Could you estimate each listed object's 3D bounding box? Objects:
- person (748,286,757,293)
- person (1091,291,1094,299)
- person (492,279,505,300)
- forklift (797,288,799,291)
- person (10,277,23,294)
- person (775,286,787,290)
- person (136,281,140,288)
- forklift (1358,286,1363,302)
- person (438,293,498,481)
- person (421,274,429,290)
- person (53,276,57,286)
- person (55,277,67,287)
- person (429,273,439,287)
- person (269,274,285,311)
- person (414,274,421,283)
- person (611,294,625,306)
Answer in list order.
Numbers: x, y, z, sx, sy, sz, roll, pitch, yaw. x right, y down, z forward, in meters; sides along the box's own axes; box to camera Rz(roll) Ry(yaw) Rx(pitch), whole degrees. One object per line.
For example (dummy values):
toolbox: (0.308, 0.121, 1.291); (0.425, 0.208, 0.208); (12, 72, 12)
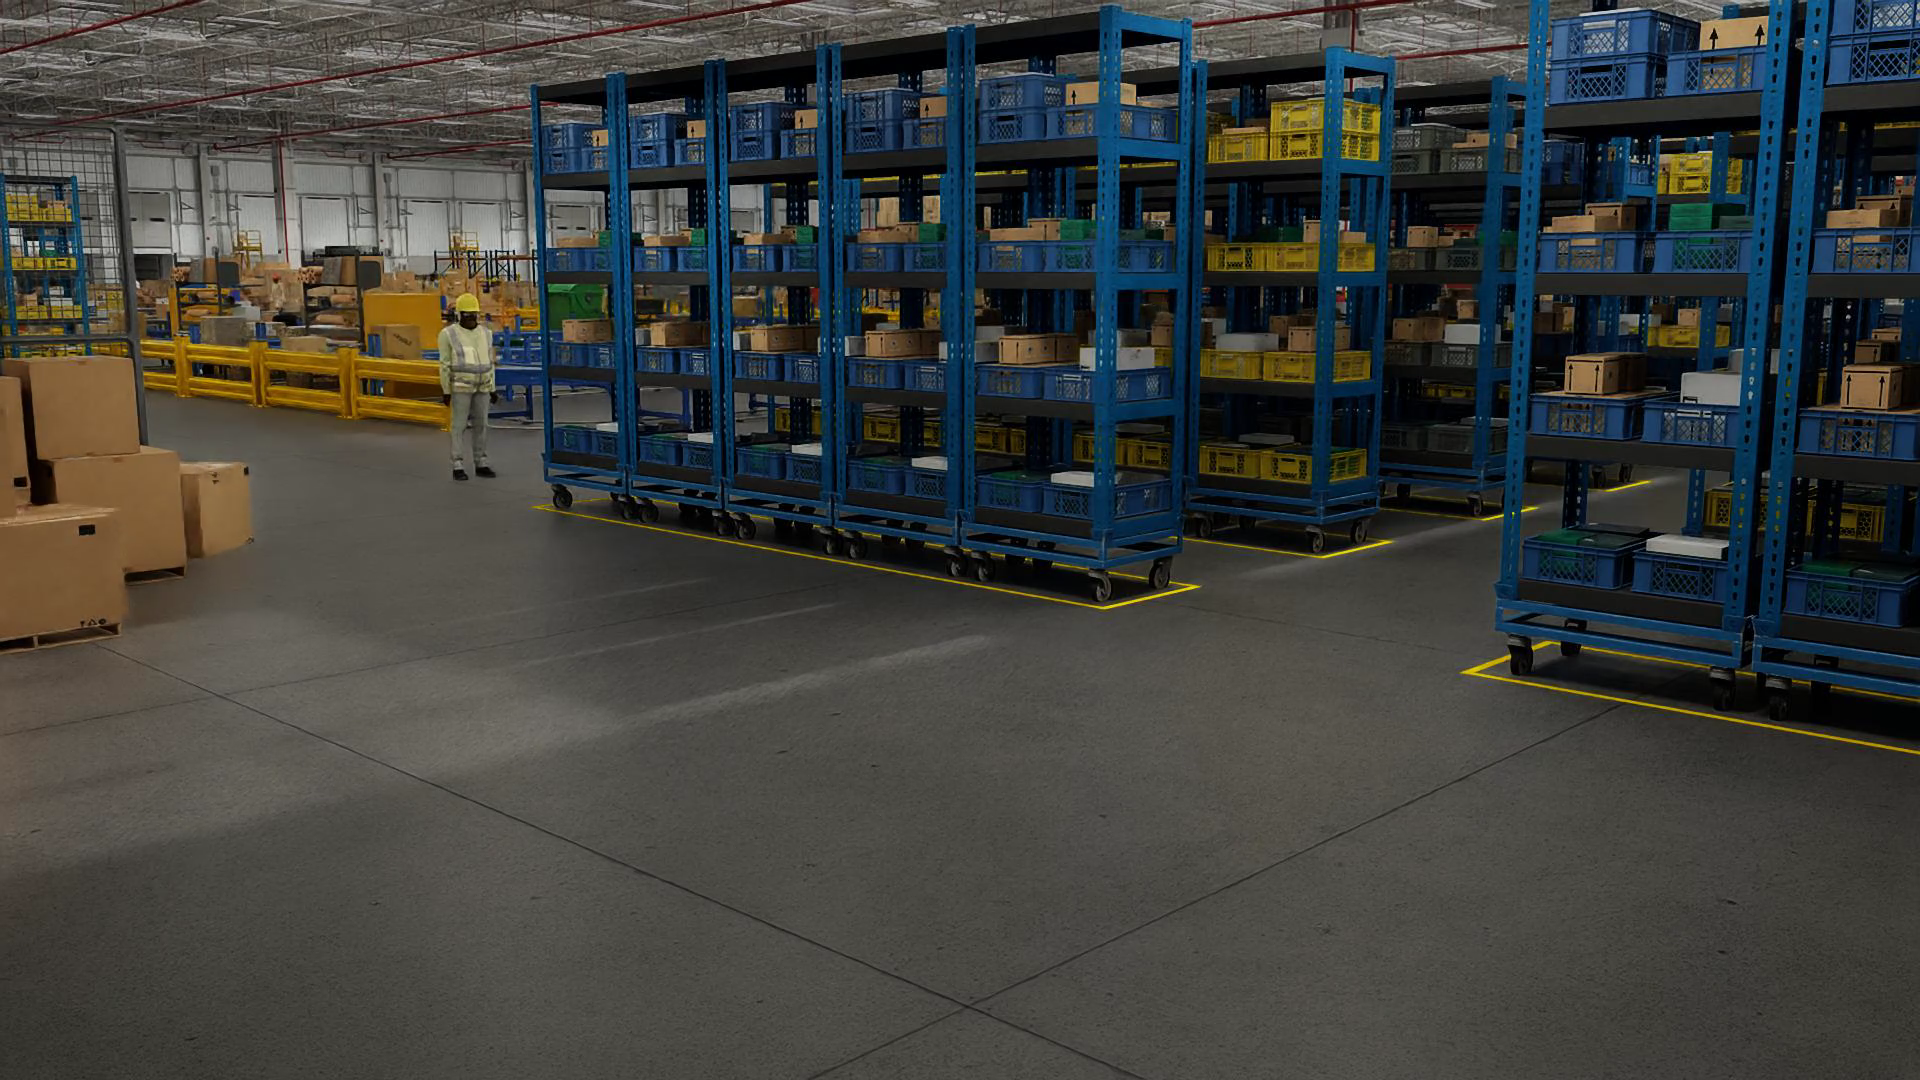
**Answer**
person: (-9.863, -11.830, 79.567); (0.519, 1.864, 0.569); (6, 11, 33)
person: (4.062, -6.930, 50.282); (0.366, 1.618, 0.530); (-9, 13, -42)
person: (-16.451, -8.481, 59.507); (0.363, 1.722, 0.625); (6, 11, 32)
forklift: (-7.126, -11.860, 76.659); (1.873, 2.768, 1.129); (9, 13, 43)
person: (-37.893, -9.786, 66.891); (0.629, 1.925, 0.446); (-1, 9, -9)
person: (-7.274, -10.017, 68.159); (0.614, 1.962, 0.362); (-6, 11, -33)
person: (-32.699, -9.623, 65.830); (0.551, 1.934, 0.373); (6, 11, 33)
forklift: (11.100, -7.017, 46.970); (1.873, 2.768, 1.129); (9, 13, 43)
person: (-4.821, -1.505, 16.375); (0.403, 1.830, 0.600); (8, 13, 42)
person: (-23.867, -10.925, 74.150); (0.568, 1.826, 0.502); (-3, 10, -17)
person: (-41.418, -11.337, 76.488); (0.603, 1.897, 0.990); (0, 9, 2)
person: (-40.085, -10.940, 74.228); (0.646, 1.832, 0.429); (3, 10, 16)
person: (-22.001, -10.200, 69.512); (0.604, 1.891, 0.584); (-8, 12, -39)
person: (-25.242, -8.876, 61.432); (0.551, 1.885, 1.008); (8, 12, 40)
person: (-23.060, -10.326, 70.478); (0.544, 1.831, 0.965); (0, 9, 2)
person: (-10.839, -7.380, 52.691); (0.527, 1.743, 0.779); (-8, 12, -40)
